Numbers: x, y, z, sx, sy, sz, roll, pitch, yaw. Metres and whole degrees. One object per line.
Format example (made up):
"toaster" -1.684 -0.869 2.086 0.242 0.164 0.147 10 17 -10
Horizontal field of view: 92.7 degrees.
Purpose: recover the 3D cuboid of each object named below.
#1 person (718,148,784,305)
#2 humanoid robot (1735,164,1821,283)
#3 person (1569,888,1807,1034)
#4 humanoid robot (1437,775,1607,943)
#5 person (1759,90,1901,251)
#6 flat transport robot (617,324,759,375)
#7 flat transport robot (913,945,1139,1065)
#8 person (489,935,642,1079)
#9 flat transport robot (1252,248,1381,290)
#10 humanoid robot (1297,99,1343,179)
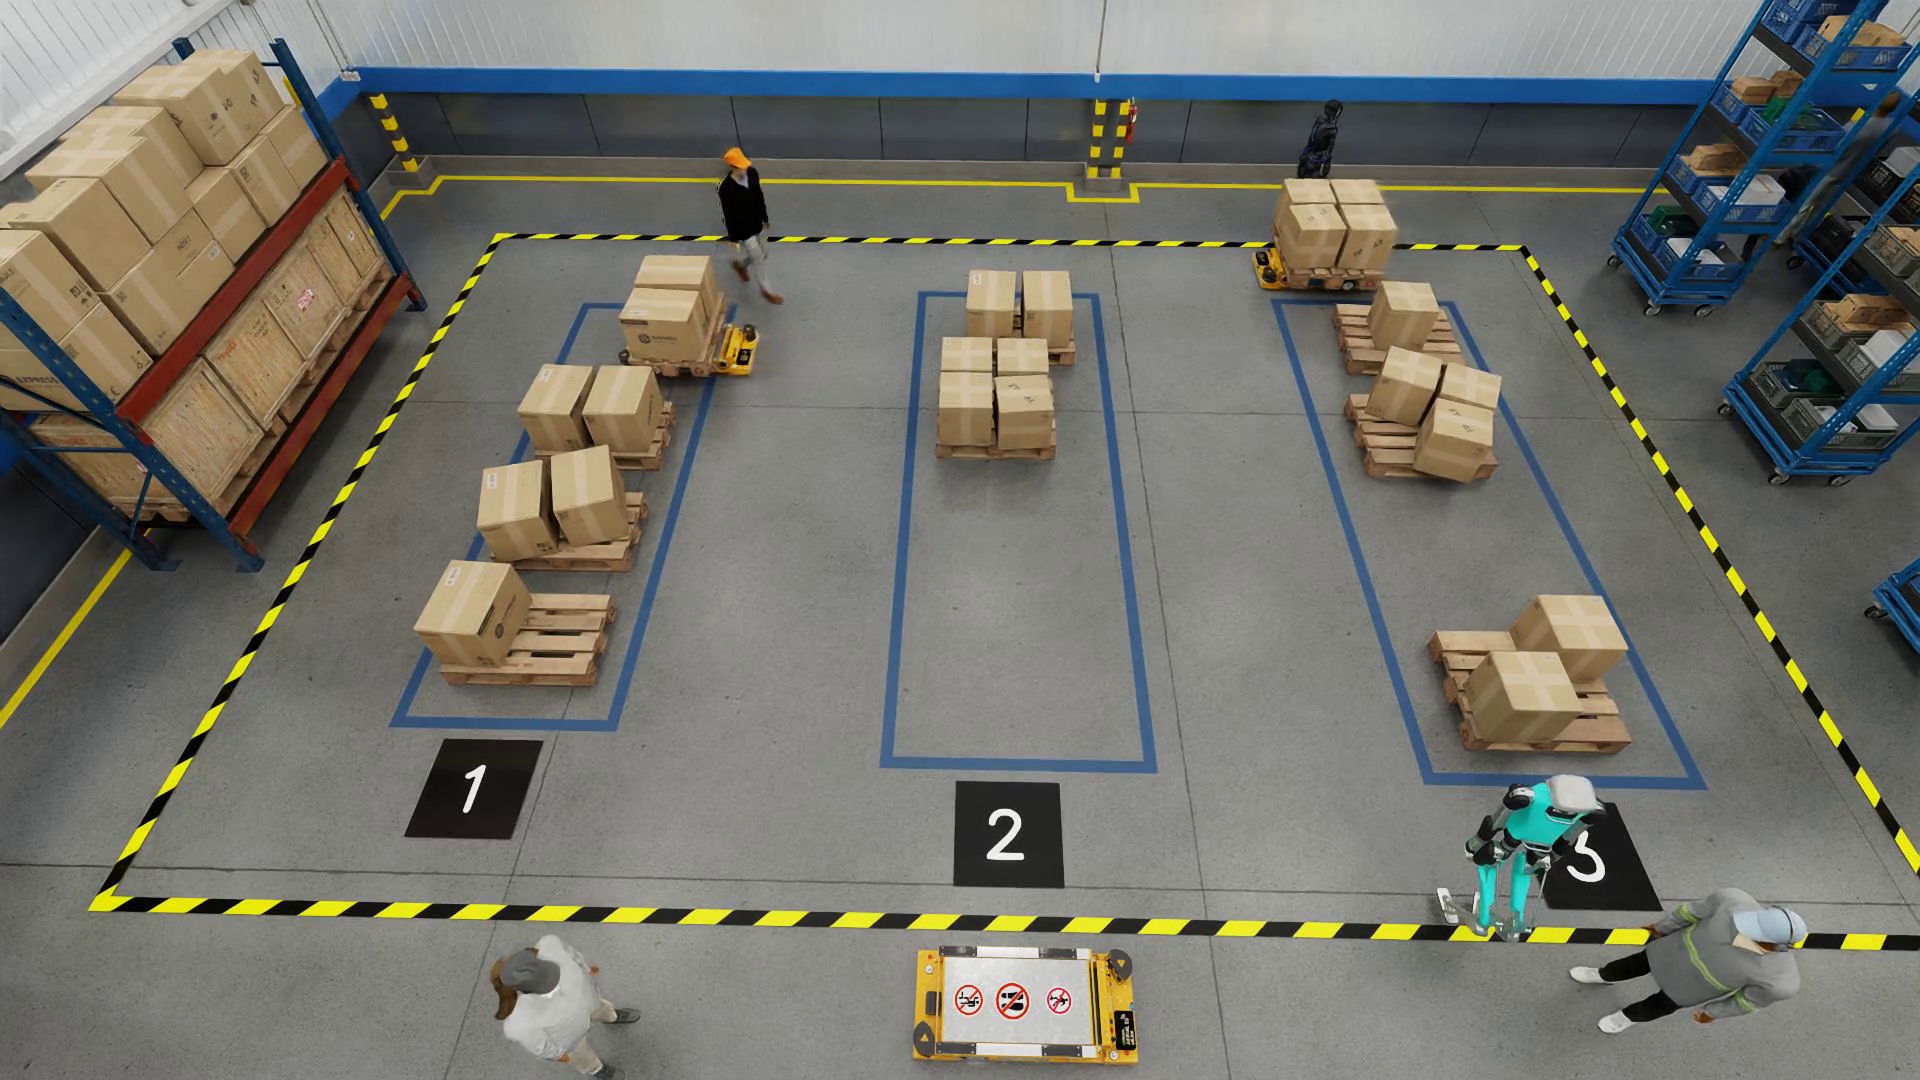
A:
"person" -2.427 -3.559 10.359 0.686 1.862 0.592 24 55 18
"humanoid robot" 9.469 -3.798 10.675 0.589 1.652 0.424 -11 52 -9
"person" 4.301 2.520 5.414 0.406 1.846 0.588 -5 51 -4
"humanoid robot" 3.480 2.116 5.724 0.533 1.681 0.735 10 51 8
"person" 10.473 -4.390 10.988 0.634 1.936 0.351 -1 51 -1
"flat transport robot" -3.020 -2.140 10.213 1.431 0.197 0.652 1 51 1
"flat transport robot" 0.422 3.041 6.007 1.431 0.231 0.659 1 51 1
"person" -2.278 2.719 5.304 0.402 1.763 0.563 4 51 3
"flat transport robot" 4.358 -3.339 11.190 1.431 0.197 0.652 1 51 1
"humanoid robot" 4.365 -4.613 11.331 0.315 1.653 0.599 -7 51 -6
